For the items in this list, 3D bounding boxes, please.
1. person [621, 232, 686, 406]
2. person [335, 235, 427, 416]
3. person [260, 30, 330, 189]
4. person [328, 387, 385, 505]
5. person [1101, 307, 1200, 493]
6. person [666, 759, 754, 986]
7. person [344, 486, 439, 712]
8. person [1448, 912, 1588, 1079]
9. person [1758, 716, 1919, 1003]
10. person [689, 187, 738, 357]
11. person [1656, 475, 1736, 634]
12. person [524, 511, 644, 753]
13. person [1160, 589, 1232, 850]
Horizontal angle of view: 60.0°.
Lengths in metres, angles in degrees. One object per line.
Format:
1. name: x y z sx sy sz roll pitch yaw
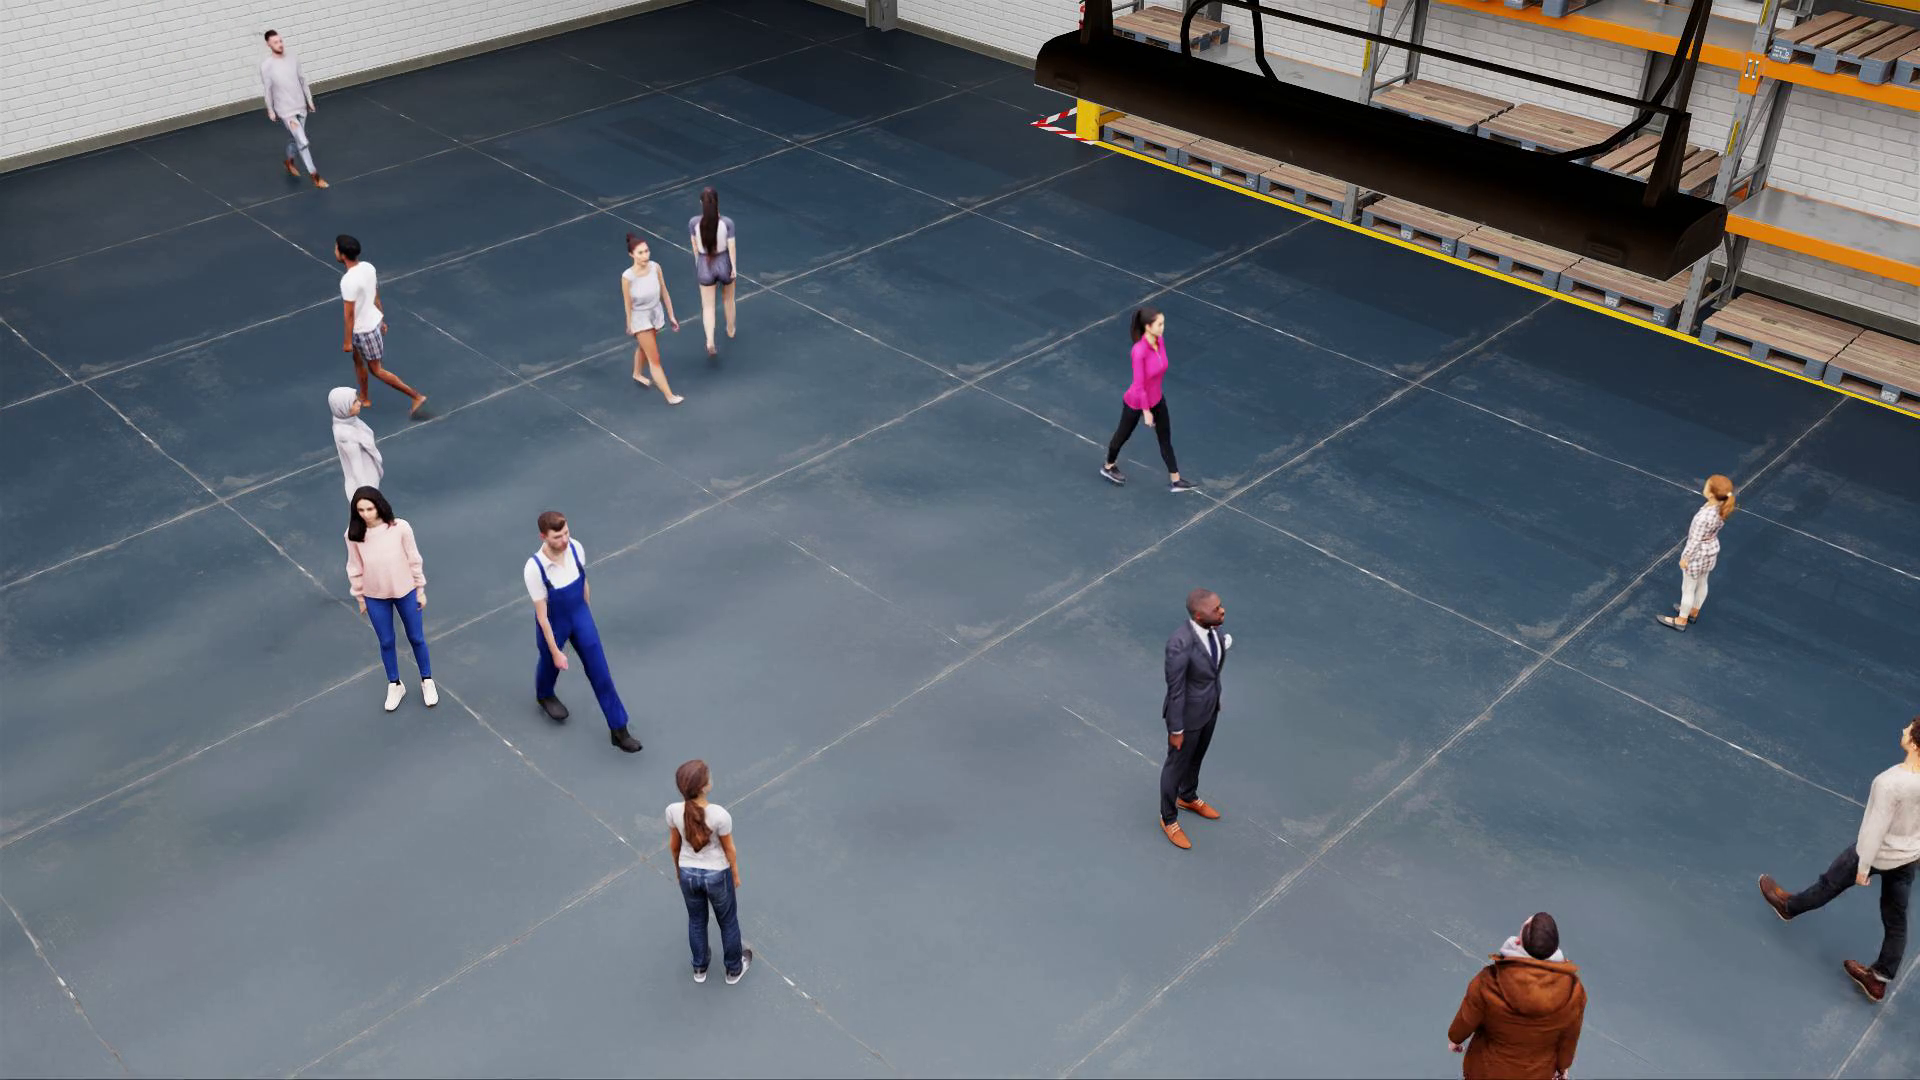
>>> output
1. person: -2.914 -2.038 15.220 1.086 1.555 0.605 26 42 33
2. person: -5.228 -1.869 14.837 1.142 1.697 1.064 1 34 1
3. person: -7.929 -5.097 19.597 1.181 1.804 0.815 22 39 29
4. person: -4.486 -0.357 12.492 0.752 1.775 0.629 -11 35 -16
5. person: 1.437 -1.158 13.805 1.117 1.656 0.633 25 41 33
6. person: -1.425 1.863 9.344 0.602 1.562 0.685 6 34 8
7. person: -3.887 0.381 11.387 0.732 1.768 0.743 -6 34 -9
8. person: 2.682 2.579 8.036 0.973 1.817 1.030 2 34 2
9. person: 5.190 1.802 9.202 1.010 1.821 1.239 -10 35 -14
10. person: -2.356 -2.537 15.915 0.956 1.615 1.056 -2 34 -3
11. person: 5.461 0.090 12.238 0.561 1.312 0.563 -21 39 -29
12. person: -2.703 0.558 11.097 1.272 1.795 0.651 27 42 35
13. person: 1.442 1.057 10.322 0.623 1.822 0.719 24 41 32
